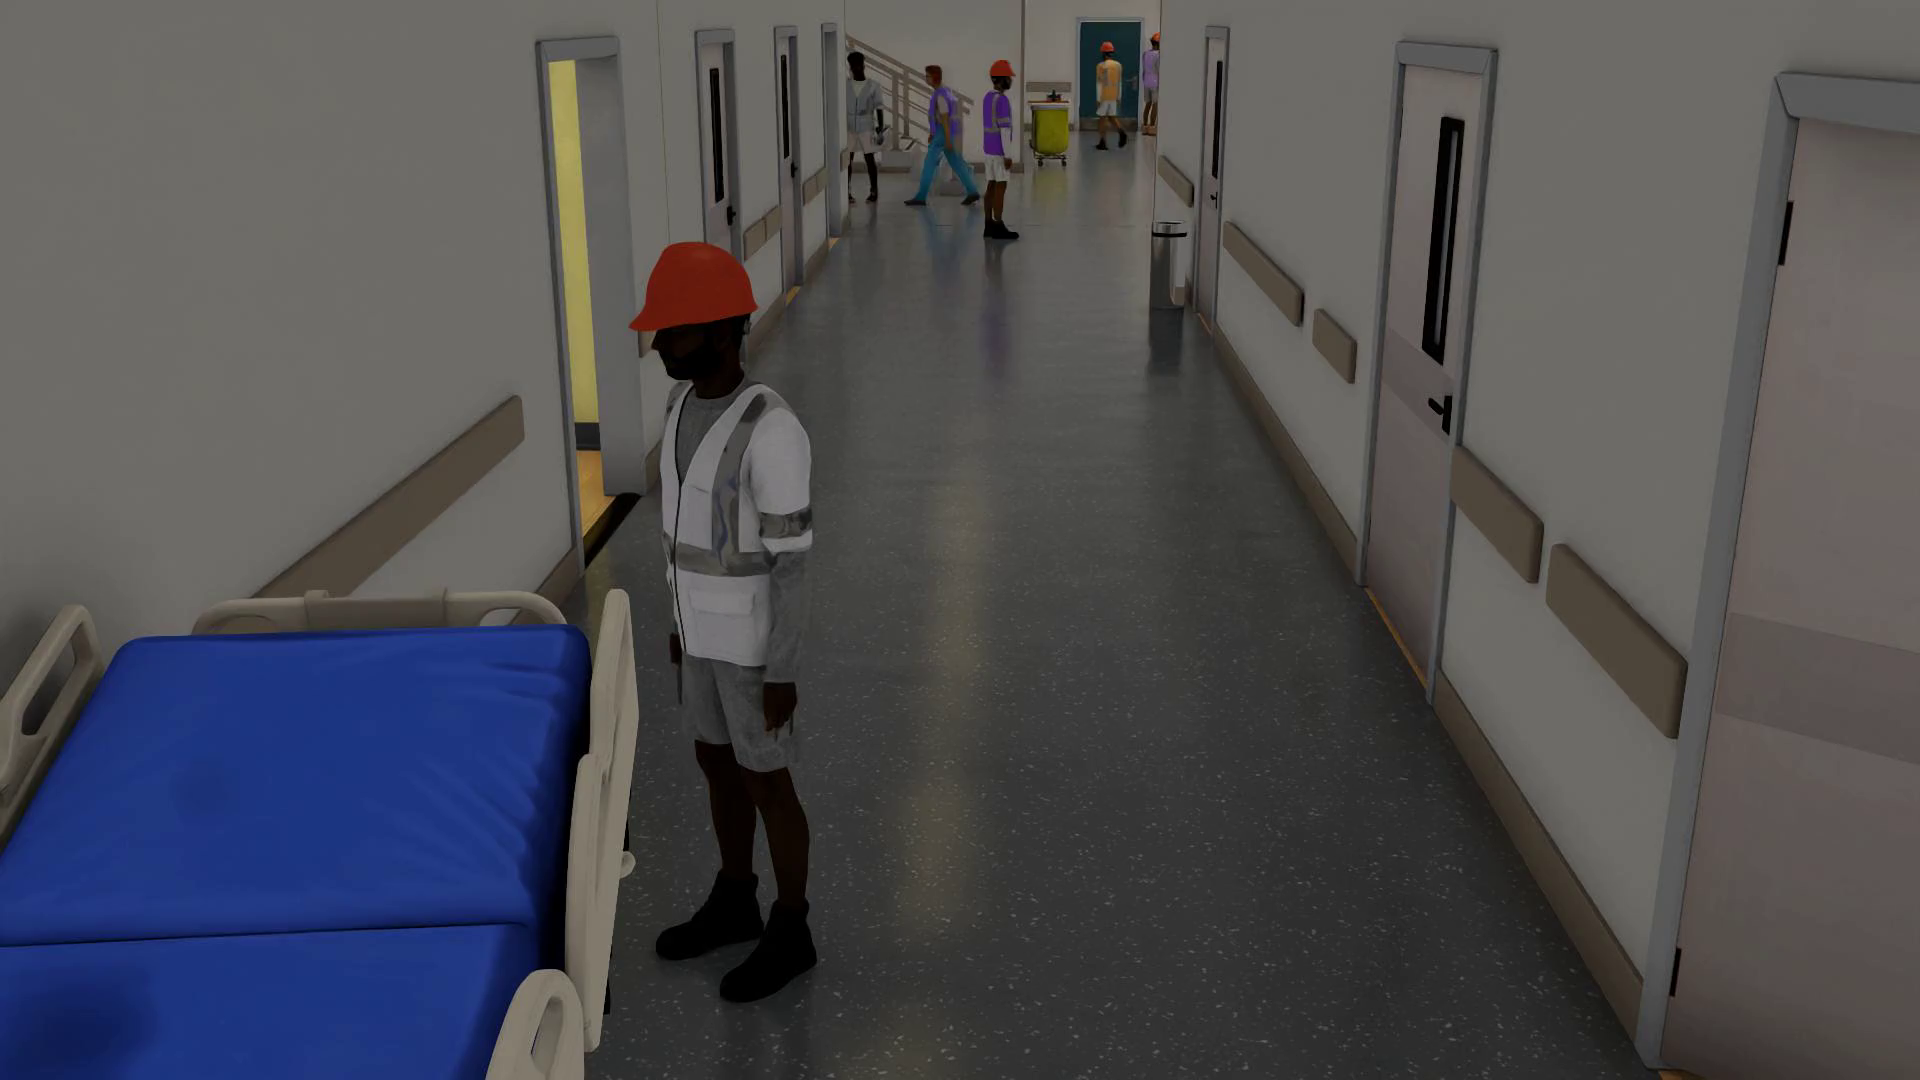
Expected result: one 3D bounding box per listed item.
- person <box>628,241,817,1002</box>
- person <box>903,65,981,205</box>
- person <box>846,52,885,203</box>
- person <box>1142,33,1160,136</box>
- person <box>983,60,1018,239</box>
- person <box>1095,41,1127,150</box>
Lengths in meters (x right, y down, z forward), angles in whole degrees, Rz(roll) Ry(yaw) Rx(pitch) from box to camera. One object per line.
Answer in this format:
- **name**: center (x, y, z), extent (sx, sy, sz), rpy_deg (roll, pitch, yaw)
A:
- **person**: center (-0.594, 0.227, 4.154), extent (0.374, 1.933, 0.552), rpy_deg (-14, 22, -36)
- **person**: center (-0.201, -5.233, 21.561), extent (1.002, 1.793, 0.574), rpy_deg (1, 18, 4)
- **person**: center (-1.303, -5.407, 21.849), extent (0.631, 1.949, 0.441), rpy_deg (3, 18, 10)
- **person**: center (3.945, -9.238, 33.748), extent (0.404, 2.030, 0.620), rpy_deg (-11, 21, -32)
- **person**: center (0.456, -4.315, 18.435), extent (0.383, 1.933, 0.550), rpy_deg (-7, 19, -21)
- **person**: center (2.730, -8.044, 30.168), extent (0.549, 1.924, 0.631), rpy_deg (-11, 21, -32)
